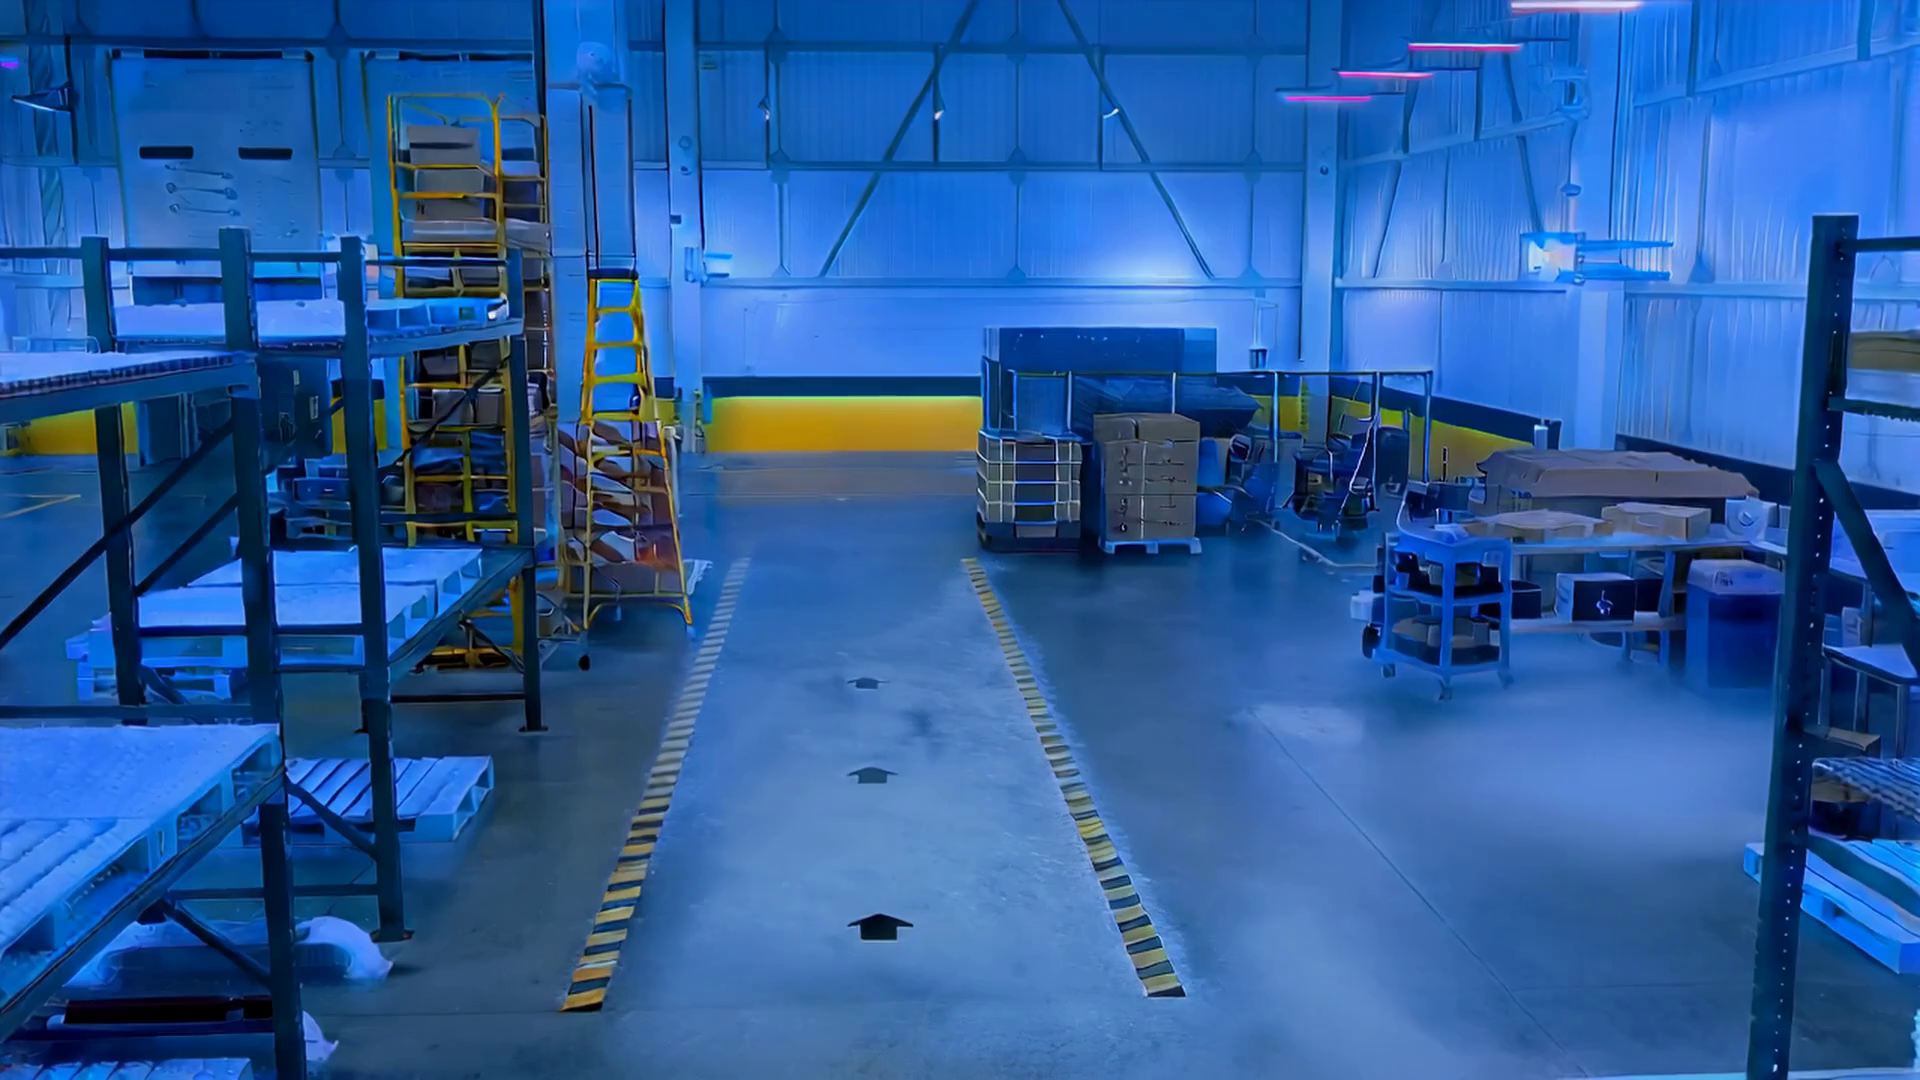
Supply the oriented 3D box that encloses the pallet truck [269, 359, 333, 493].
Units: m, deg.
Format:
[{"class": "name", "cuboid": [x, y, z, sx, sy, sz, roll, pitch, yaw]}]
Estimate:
[{"class": "pallet truck", "cuboid": [-7.062, -1.131, 18.996, 1.885, 1.965, 0.823, 2, 9, 13]}]
